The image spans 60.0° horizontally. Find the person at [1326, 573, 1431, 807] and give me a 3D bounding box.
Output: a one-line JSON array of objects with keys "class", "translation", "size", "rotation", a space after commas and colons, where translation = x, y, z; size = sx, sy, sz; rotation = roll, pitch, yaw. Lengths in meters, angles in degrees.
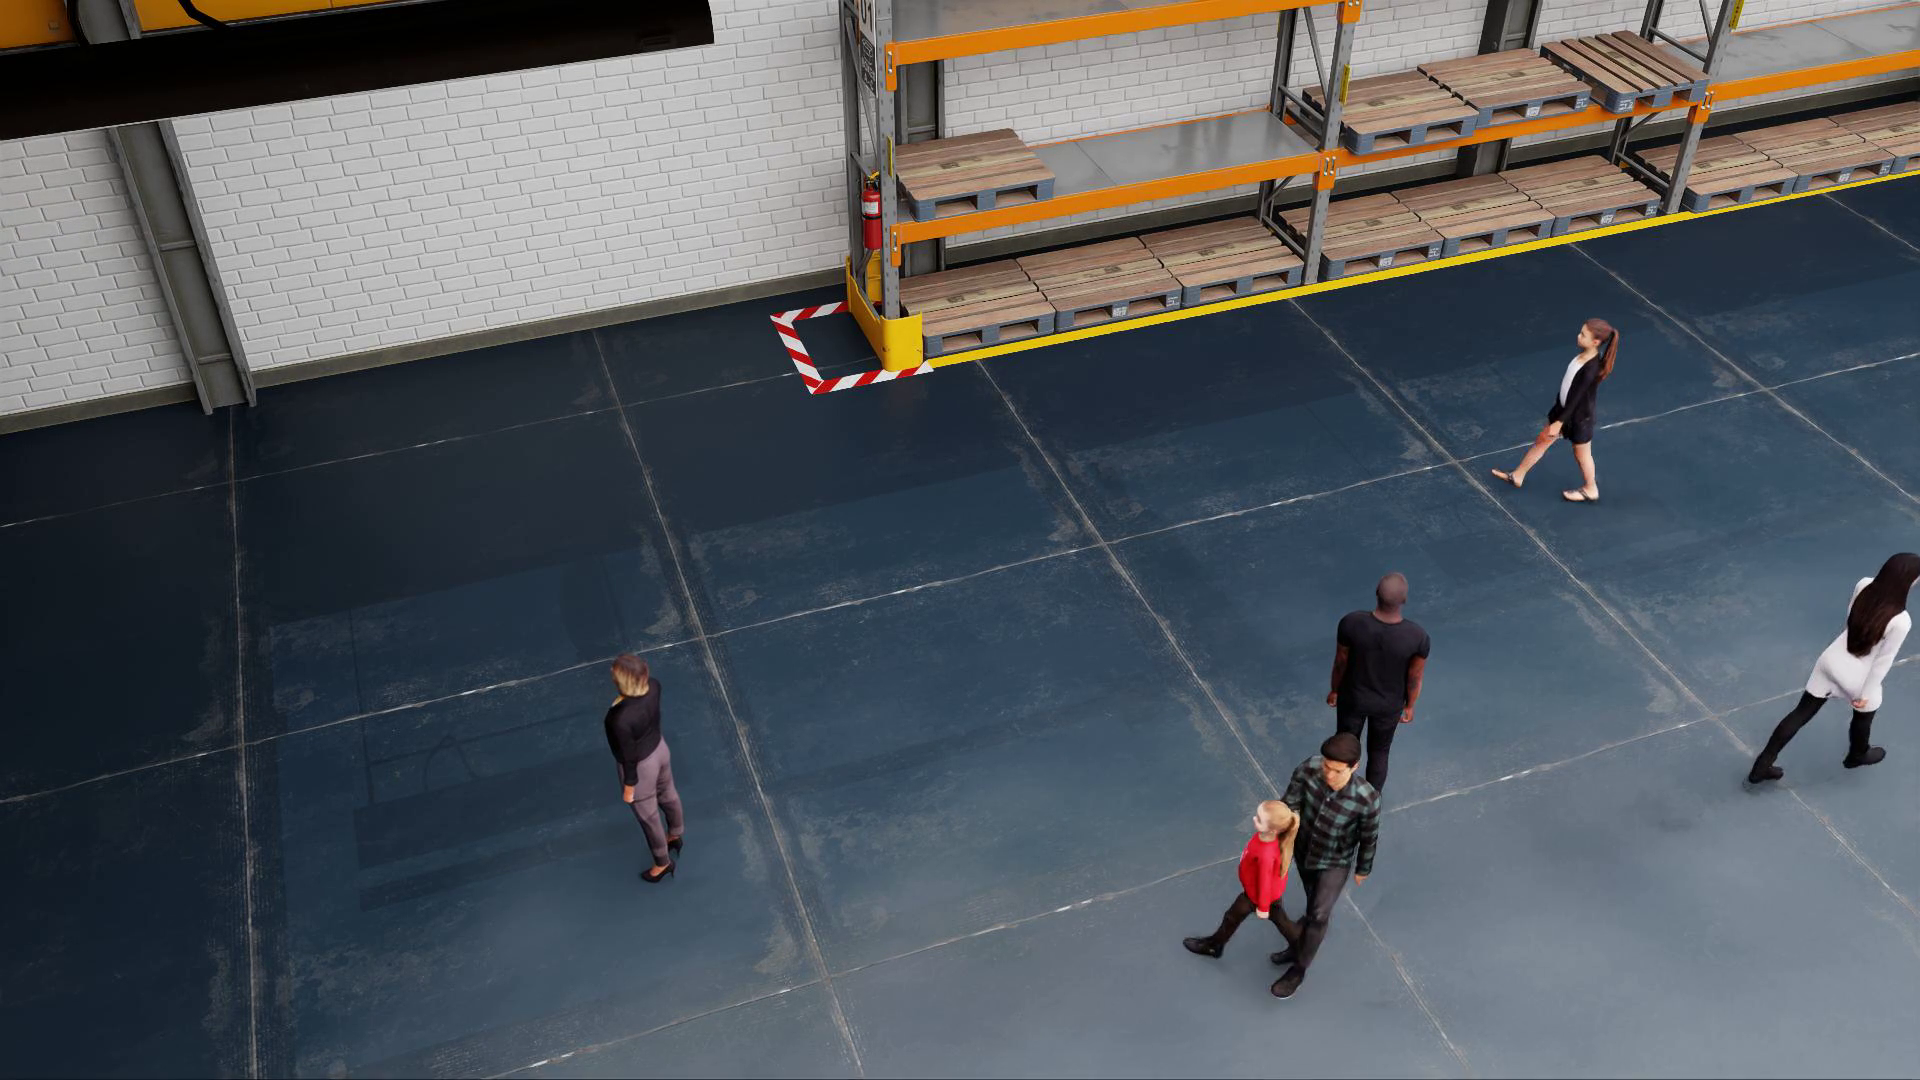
[{"class": "person", "translation": [2.377, 0.925, 9.627], "size": [0.715, 1.819, 0.801], "rotation": [12, 40, 15]}]

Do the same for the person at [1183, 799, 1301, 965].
[{"class": "person", "translation": [1.674, 1.866, 8.900], "size": [0.972, 1.255, 0.842], "rotation": [10, 40, 13]}]

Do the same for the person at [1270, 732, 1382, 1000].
[{"class": "person", "translation": [1.977, 1.593, 8.836], "size": [1.098, 1.687, 0.947], "rotation": [-31, 48, -33]}]

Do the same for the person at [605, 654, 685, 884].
[{"class": "person", "translation": [-1.746, 1.277, 9.304], "size": [0.706, 1.671, 0.668], "rotation": [11, 40, 13]}]

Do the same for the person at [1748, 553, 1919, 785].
[{"class": "person", "translation": [5.161, 0.806, 9.825], "size": [1.164, 1.757, 0.671], "rotation": [-10, 40, -12]}]

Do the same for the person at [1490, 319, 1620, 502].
[{"class": "person", "translation": [4.584, -0.908, 12.160], "size": [1.099, 1.521, 0.871], "rotation": [5, 39, 6]}]
